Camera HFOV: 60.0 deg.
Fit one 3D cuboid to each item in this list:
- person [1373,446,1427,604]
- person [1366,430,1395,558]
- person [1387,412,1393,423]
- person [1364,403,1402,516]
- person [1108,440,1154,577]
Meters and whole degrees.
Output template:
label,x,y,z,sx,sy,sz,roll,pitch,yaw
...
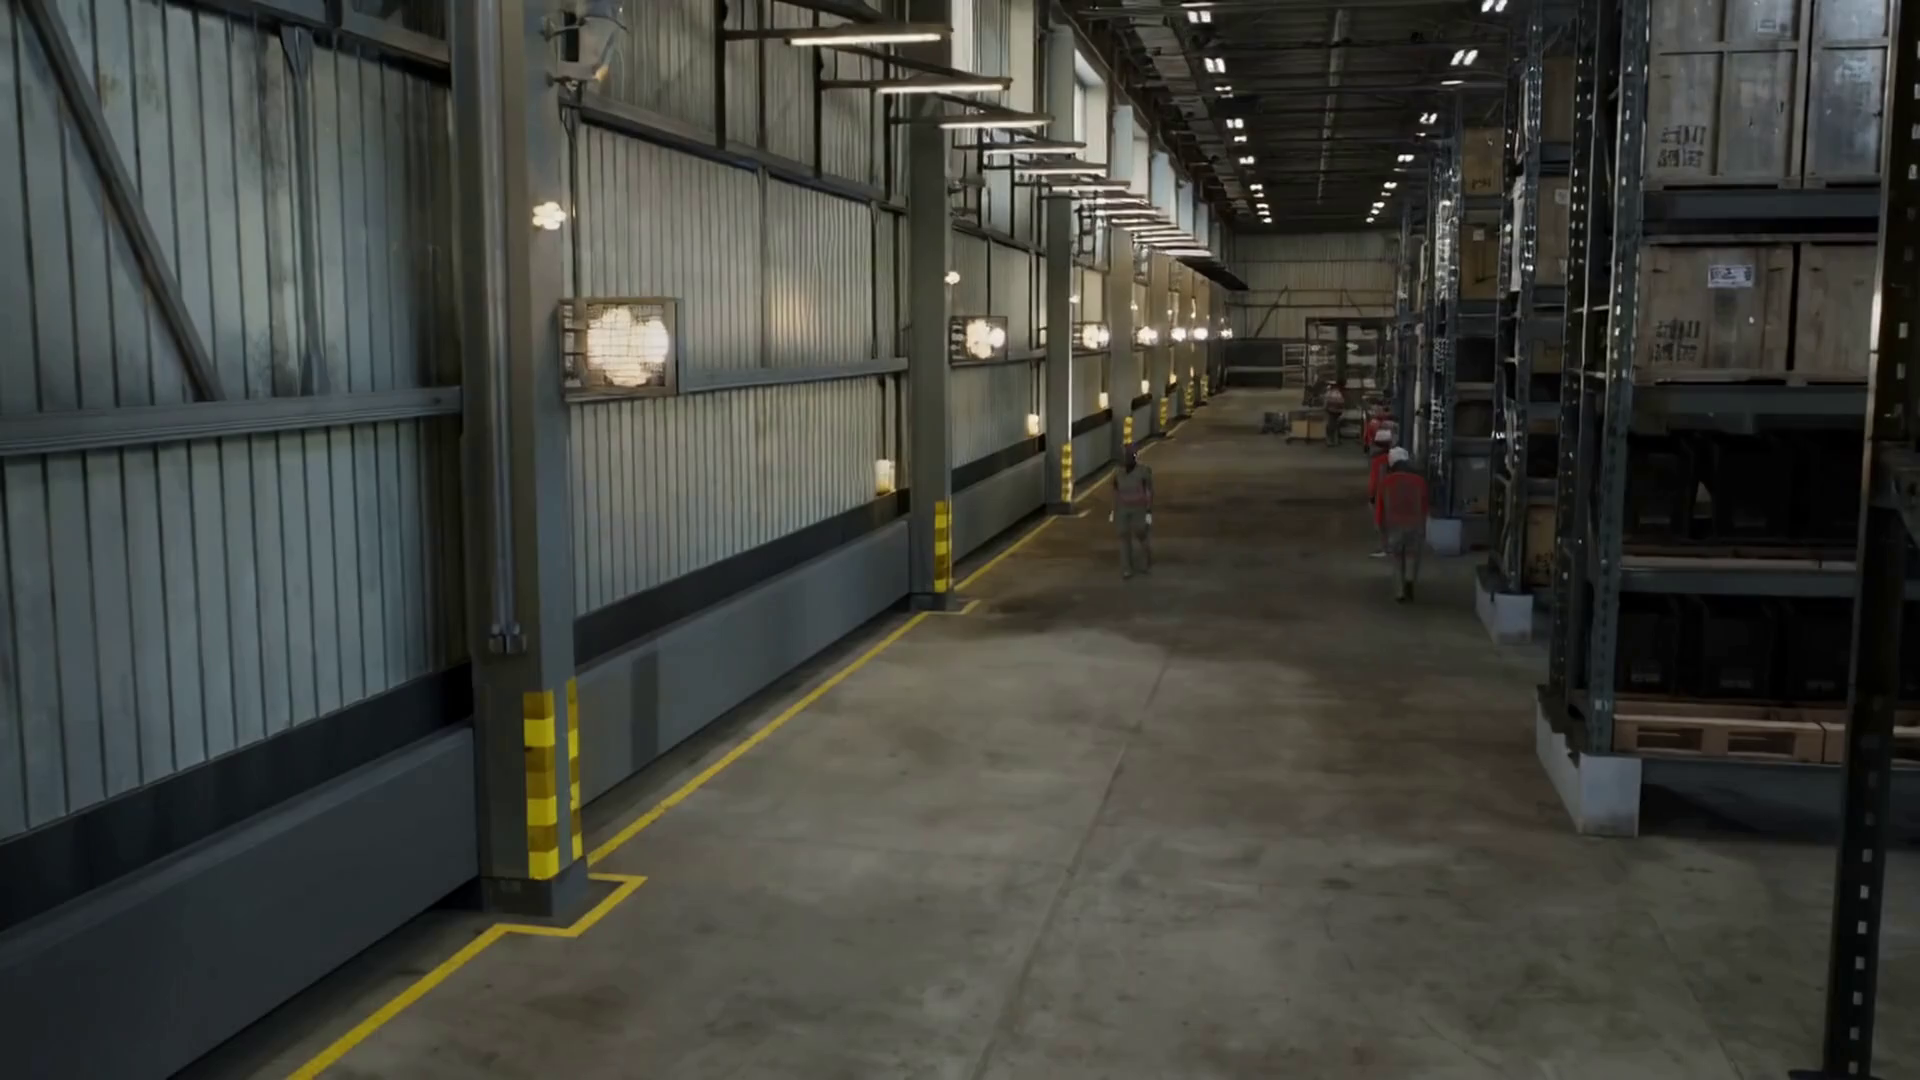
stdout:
label,x,y,z,sx,sy,sz,roll,pitch,yaw
person,4.995,-0.159,18.890,0.602,1.814,0.686,2,7,12
person,5.814,-0.631,22.850,0.527,1.772,0.305,-7,10,-43
person,7.578,-1.447,29.669,0.500,1.701,0.892,2,7,16
person,7.114,-1.339,27.989,0.612,1.902,0.939,2,7,14
person,2.174,-0.403,21.146,0.567,1.737,0.428,5,8,32
